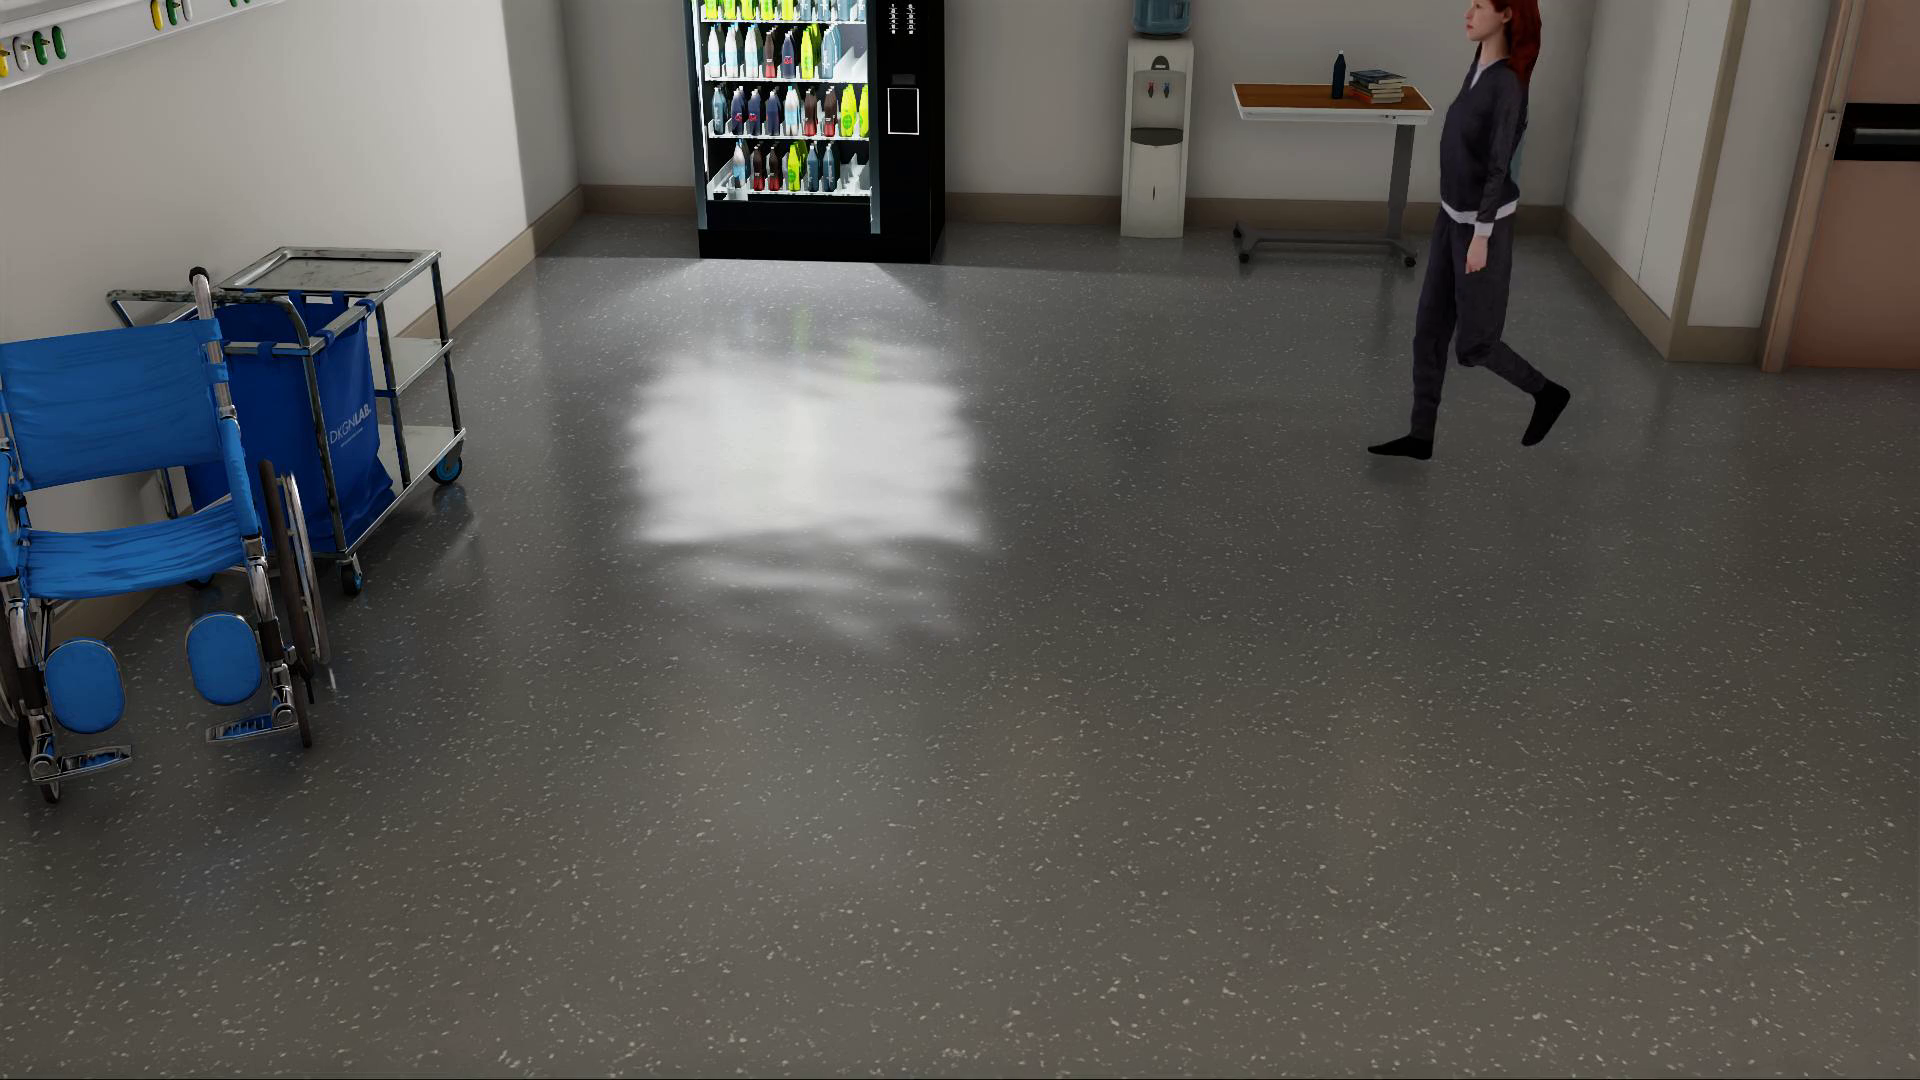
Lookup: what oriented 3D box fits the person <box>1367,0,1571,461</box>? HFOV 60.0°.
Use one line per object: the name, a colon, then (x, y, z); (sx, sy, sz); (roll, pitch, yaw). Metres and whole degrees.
person: (1.885, -1.072, 5.859); (0.942, 1.759, 0.664); (-1, 26, -1)
